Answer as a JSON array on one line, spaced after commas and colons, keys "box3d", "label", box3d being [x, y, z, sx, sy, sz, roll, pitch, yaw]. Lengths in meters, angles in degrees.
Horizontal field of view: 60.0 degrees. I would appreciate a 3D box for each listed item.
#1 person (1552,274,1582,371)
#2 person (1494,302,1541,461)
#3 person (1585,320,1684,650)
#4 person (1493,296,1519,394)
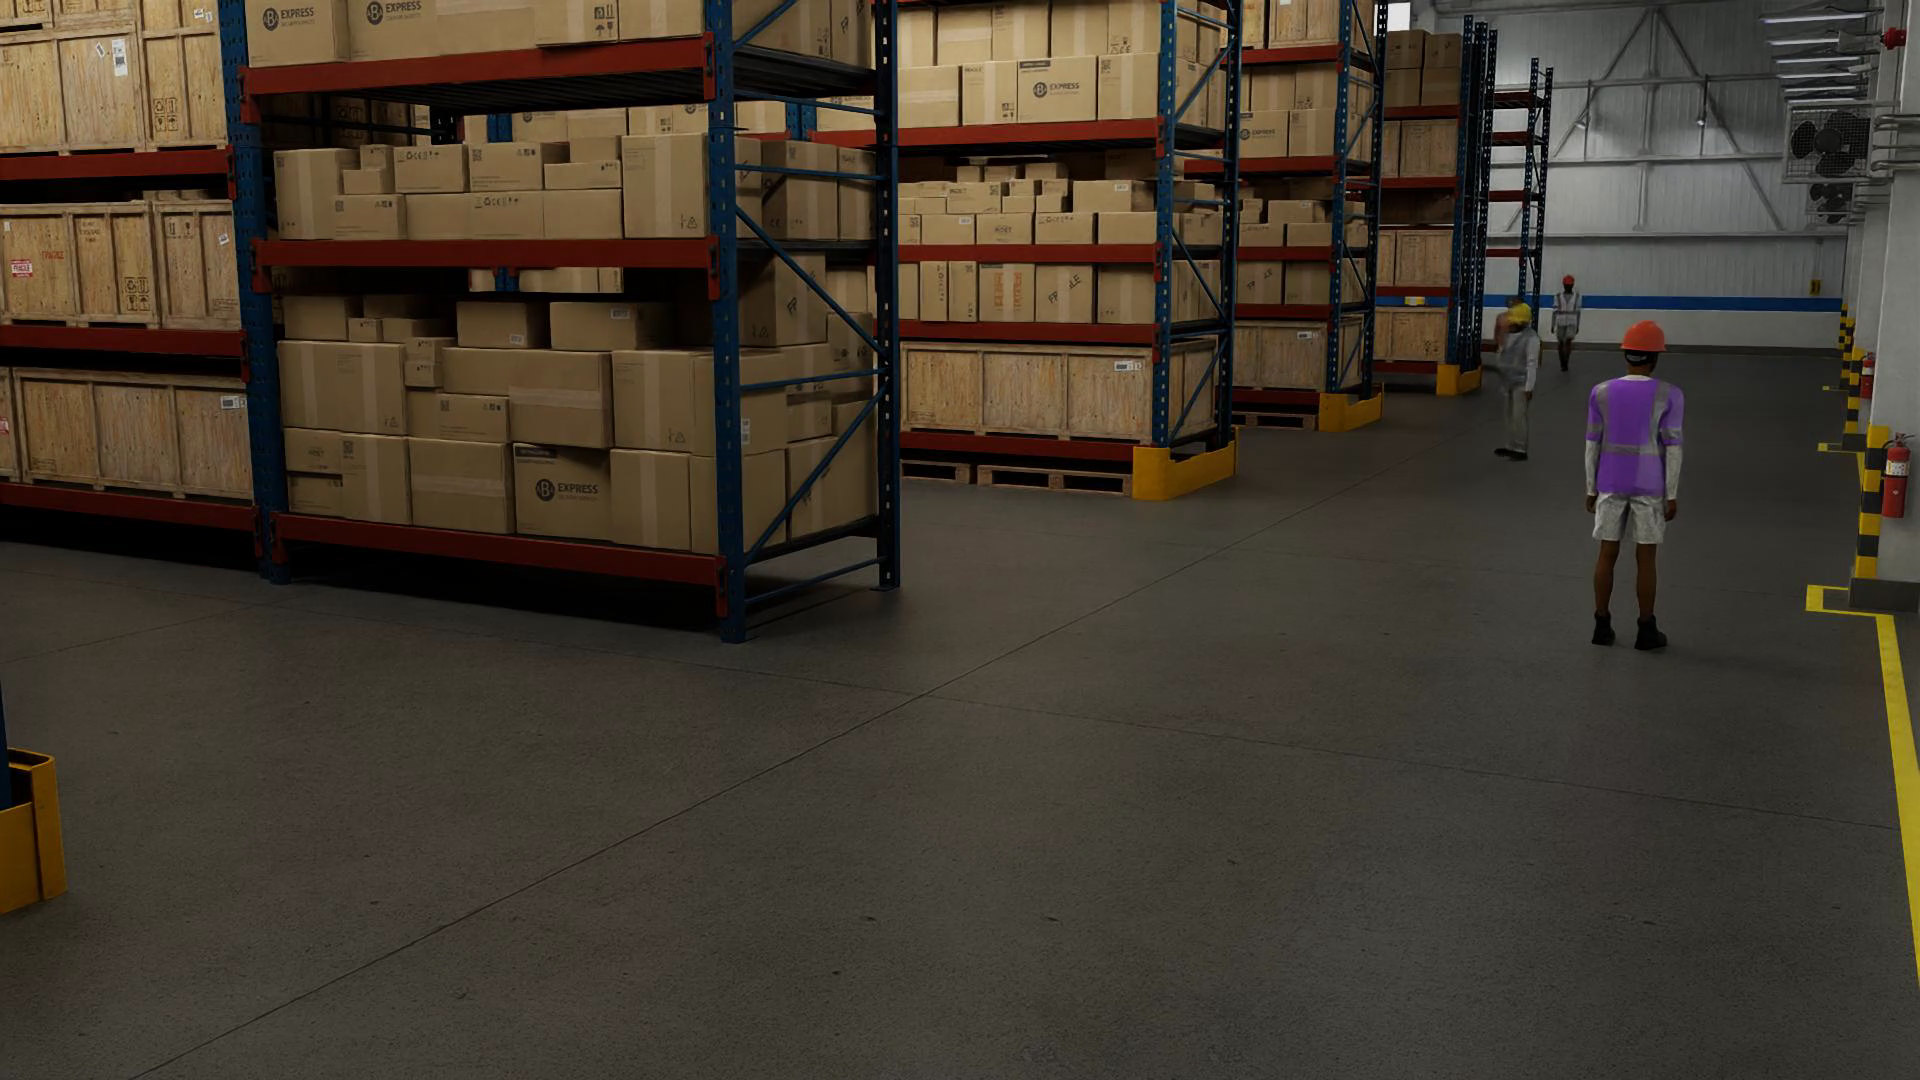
[{"box3d": [12.072, -4.326, 33.105, 0.544, 1.918, 0.689, 4, 11, 24], "label": "person"}, {"box3d": [6.250, -1.769, 18.669, 0.476, 1.794, 0.654, -2, 10, -14], "label": "person"}, {"box3d": [3.978, -0.322, 9.835, 0.546, 1.939, 0.375, 8, 13, 38], "label": "person"}, {"box3d": [8.952, -3.151, 27.120, 0.532, 1.625, 0.370, 7, 12, 35], "label": "person"}]
